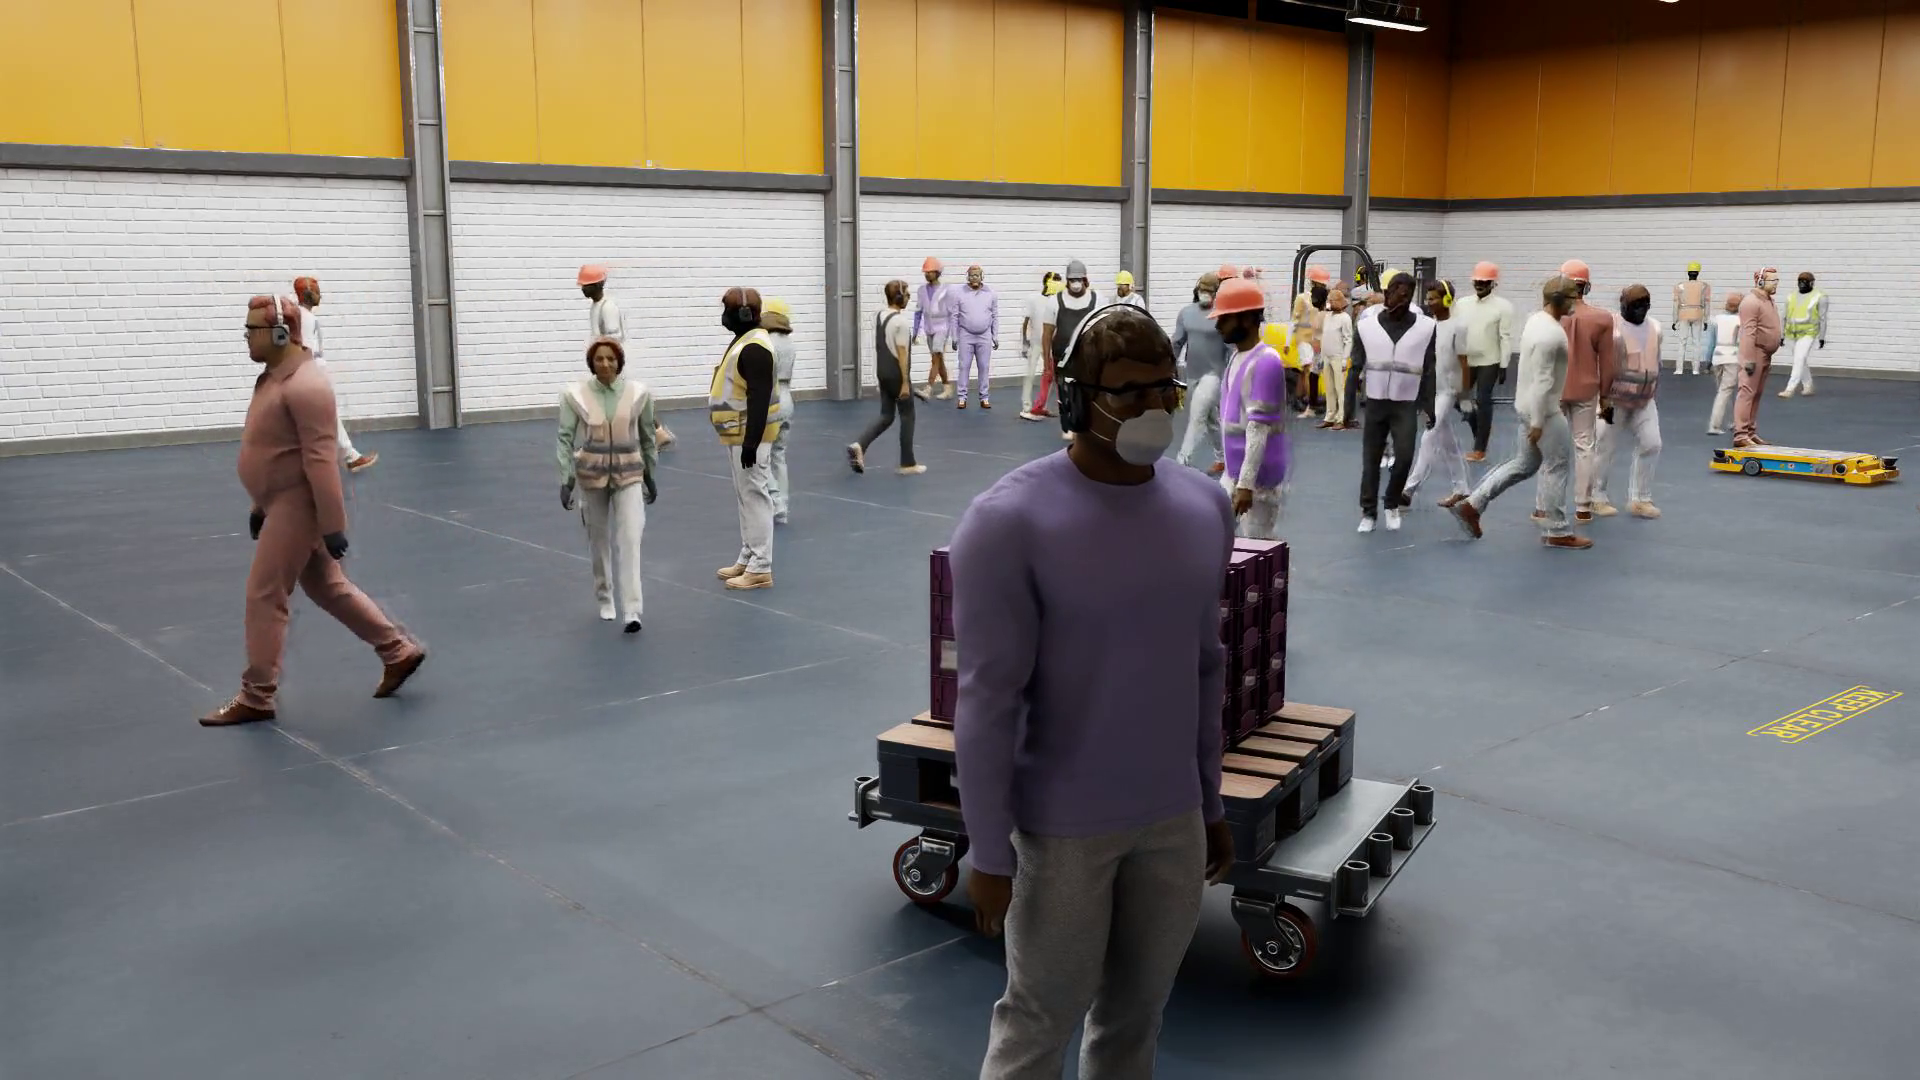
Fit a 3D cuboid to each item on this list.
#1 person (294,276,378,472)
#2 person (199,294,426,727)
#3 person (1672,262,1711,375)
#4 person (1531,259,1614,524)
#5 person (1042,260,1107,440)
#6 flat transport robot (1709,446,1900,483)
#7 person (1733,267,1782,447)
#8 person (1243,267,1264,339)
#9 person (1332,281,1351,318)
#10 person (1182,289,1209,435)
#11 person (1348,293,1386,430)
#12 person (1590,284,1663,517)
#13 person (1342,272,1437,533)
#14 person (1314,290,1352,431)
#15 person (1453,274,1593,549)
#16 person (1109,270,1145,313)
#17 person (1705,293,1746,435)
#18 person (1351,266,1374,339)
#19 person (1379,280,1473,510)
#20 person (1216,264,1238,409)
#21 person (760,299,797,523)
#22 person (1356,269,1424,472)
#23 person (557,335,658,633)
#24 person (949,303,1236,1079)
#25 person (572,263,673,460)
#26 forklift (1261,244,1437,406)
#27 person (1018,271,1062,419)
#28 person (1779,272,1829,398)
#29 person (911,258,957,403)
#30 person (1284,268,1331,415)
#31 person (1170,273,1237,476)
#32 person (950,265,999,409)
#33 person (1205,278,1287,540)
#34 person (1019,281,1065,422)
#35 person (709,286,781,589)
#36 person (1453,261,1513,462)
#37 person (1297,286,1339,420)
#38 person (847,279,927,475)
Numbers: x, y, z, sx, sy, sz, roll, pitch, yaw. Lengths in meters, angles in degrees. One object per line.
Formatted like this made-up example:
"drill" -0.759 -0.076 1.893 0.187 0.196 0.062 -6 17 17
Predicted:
"person" -5.972 -1.507 15.372 0.972 1.829 0.603 -7 12 -36
"person" -2.872 -0.150 7.338 0.940 1.870 0.637 -5 11 -28
"person" 12.412 -3.756 28.264 0.588 1.927 0.366 3 10 16
"person" 4.606 -1.113 12.584 0.612 1.997 0.376 2 10 13
"person" 1.236 -2.051 17.949 0.692 2.000 1.009 1 10 4
"flat transport robot" 7.737 -0.709 15.266 0.652 0.197 1.431 -8 13 -41
"person" 8.446 -1.921 17.578 0.402 1.911 0.638 9 13 41
"person" 3.460 -2.330 20.019 0.400 1.897 0.656 -3 10 -17
"person" 6.197 -3.368 26.895 0.719 1.602 0.535 -7 12 -34
"person" 2.678 -2.033 18.863 0.565 1.677 0.552 8 13 39
"person" 4.852 -2.045 19.215 0.528 1.582 0.857 -9 13 -43
"person" 5.165 -1.058 12.820 0.654 1.807 0.661 -3 10 -17
"person" 3.122 -0.984 12.100 0.678 1.900 0.457 3 10 15
"person" 4.357 -2.088 19.356 0.265 1.632 0.508 -4 10 -22
"person" 3.935 -0.881 11.520 0.884 1.910 0.665 2 10 11
"person" 2.199 -2.701 22.369 0.404 1.829 0.603 -9 13 -43
"person" 8.810 -1.998 18.922 0.851 1.591 0.521 -5 11 -29
"person" 6.099 -3.217 25.281 0.534 1.868 0.310 -6 12 -33
"person" 3.725 -1.143 13.243 0.935 1.822 0.561 -3 10 -14
"person" 3.553 -2.641 21.786 0.546 1.909 0.572 4 10 22
"person" -1.418 -0.962 12.598 0.347 1.707 0.570 6 11 29
"person" 4.023 -1.578 15.627 0.613 1.889 0.892 4 10 21
"person" -1.897 -0.301 8.984 0.538 1.589 0.853 -2 10 -13
"person" 0.267 0.530 3.136 0.635 1.937 0.353 -7 12 -34
"person" -3.424 -1.798 16.746 1.087 1.969 0.623 -7 12 -34
"forklift" 5.256 -2.933 22.661 2.313 2.155 1.214 3 10 16
"person" 0.982 -2.412 20.697 0.667 1.835 0.327 -6 11 -32
"person" 12.148 -2.960 23.965 0.949 1.803 0.632 -6 11 -30
"person" -0.394 -2.910 23.122 0.634 1.981 1.058 8 12 37
"person" 4.528 -2.542 21.326 0.594 1.865 0.979 -5 11 -27
"person" 2.197 -1.462 15.011 1.072 1.877 0.652 -8 12 -39
"person" 0.201 -2.692 22.094 0.654 1.906 0.406 -1 10 -7
"person" 1.423 -0.338 8.301 0.417 1.917 0.553 -3 10 -15
"person" 1.187 -2.266 20.141 0.935 1.716 0.539 6 11 32
"person" -1.315 -0.624 10.175 0.429 1.844 0.623 -2 10 -14
"person" 5.168 -1.764 16.451 0.545 1.973 0.636 -9 13 -44
"person" 4.537 -2.295 20.573 0.635 1.675 0.549 -1 10 -6
"person" -0.658 -1.477 15.231 0.755 1.822 0.522 -7 12 -37
